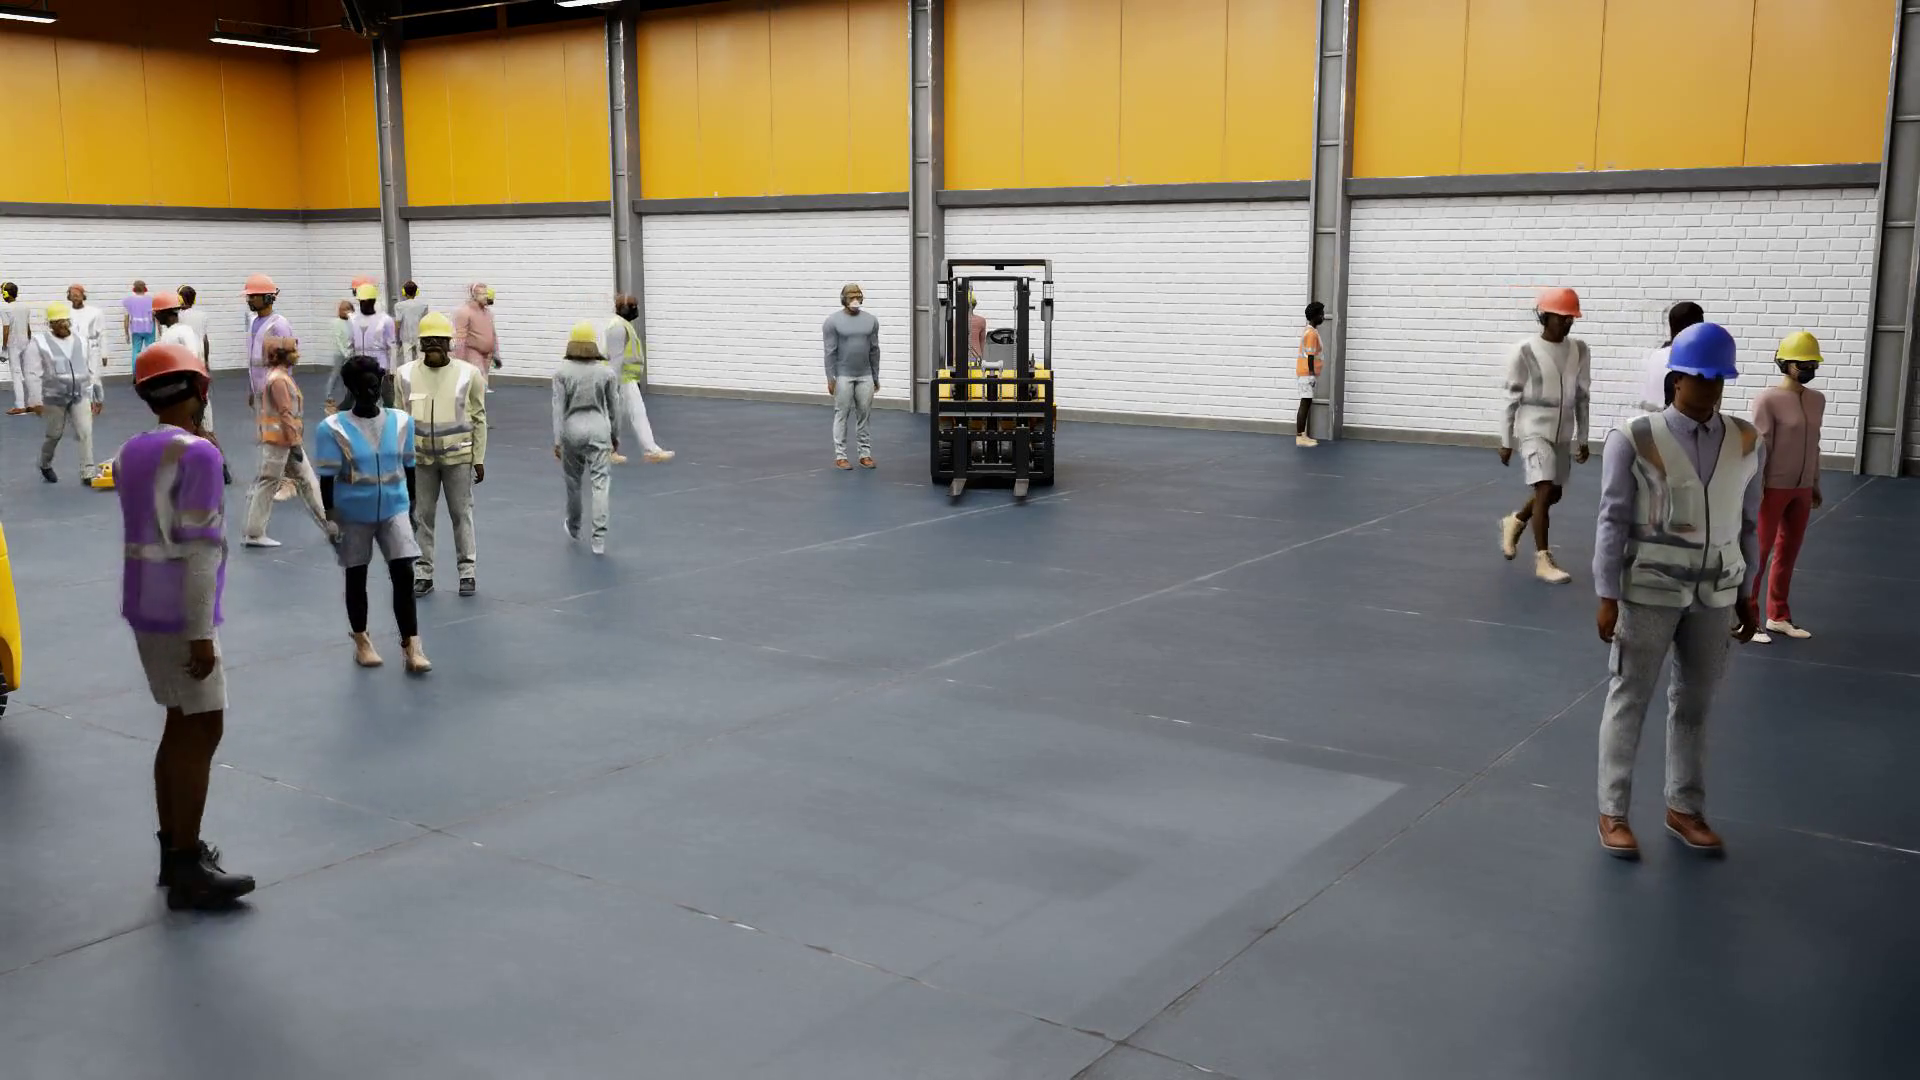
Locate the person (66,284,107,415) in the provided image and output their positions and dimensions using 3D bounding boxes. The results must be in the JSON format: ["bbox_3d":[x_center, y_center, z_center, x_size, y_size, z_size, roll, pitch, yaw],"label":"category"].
[{"bbox_3d":[-11.854,-2.532,22.493,0.599,1.864,0.616,-3,10,-16],"label":"person"}]

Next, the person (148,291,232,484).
[{"bbox_3d":[-7.556,-1.445,15.985,1.039,1.870,0.549,-1,10,-5],"label":"person"}]

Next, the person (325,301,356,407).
[{"bbox_3d":[-9.060,-2.728,24.509,0.928,1.578,0.487,5,11,28],"label":"person"}]

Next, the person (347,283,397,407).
[{"bbox_3d":[-6.868,-2.056,19.518,0.595,1.907,0.793,3,10,17],"label":"person"}]

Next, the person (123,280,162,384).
[{"bbox_3d":[-14.155,-3.592,28.858,0.590,1.835,0.532,-3,10,-16],"label":"person"}]

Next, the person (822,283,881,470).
[{"bbox_3d":[-1.119,-1.688,17.263,0.626,1.934,0.359,-5,11,-28],"label":"person"}]

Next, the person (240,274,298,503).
[{"bbox_3d":[-6.220,-1.357,14.943,0.608,2.044,0.370,8,12,38],"label":"person"}]

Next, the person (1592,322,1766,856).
[{"bbox_3d":[2.599,0.190,6.017,0.615,1.943,0.409,-1,10,-5],"label":"person"}]

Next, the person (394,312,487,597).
[{"bbox_3d":[-3.353,-0.545,10.716,0.590,1.837,0.403,-1,10,-7],"label":"person"}]

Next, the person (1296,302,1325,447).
[{"bbox_3d":[4.079,-1.929,19.401,0.321,1.691,0.532,2,10,10],"label":"person"}]

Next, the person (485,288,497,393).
[{"bbox_3d":[-7.842,-3.290,27.421,0.410,1.725,0.702,-4,10,-21],"label":"person"}]

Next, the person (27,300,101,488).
[{"bbox_3d":[-8.627,-1.402,15.963,0.868,1.800,0.590,8,13,41],"label":"person"}]

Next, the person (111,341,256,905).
[{"bbox_3d":[-2.648,0.273,5.703,0.724,1.885,0.481,8,12,40],"label":"person"}]

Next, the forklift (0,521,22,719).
[{"bbox_3d":[-5.296,-0.090,6.943,1.214,2.155,2.313,7,12,35],"label":"forklift"}]

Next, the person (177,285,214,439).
[{"bbox_3d":[-9.270,-2.128,20.043,0.316,1.870,0.532,4,10,21],"label":"person"}]

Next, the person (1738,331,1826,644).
[{"bbox_3d":[4.697,-0.295,9.437,0.535,1.767,0.317,-4,10,-23],"label":"person"}]

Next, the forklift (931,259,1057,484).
[{"bbox_3d":[0.370,-1.738,16.759,1.214,2.155,2.313,1,10,3],"label":"forklift"}]

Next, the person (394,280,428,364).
[{"bbox_3d":[-8.188,-2.943,24.900,0.532,1.869,0.310,-5,11,-28],"label":"person"}]

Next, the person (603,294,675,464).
[{"bbox_3d":[-3.451,-1.704,17.701,0.888,1.803,0.656,-2,10,-10],"label":"person"}]

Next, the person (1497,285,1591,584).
[{"bbox_3d":[3.978,-0.745,11.419,0.607,2.010,0.889,-3,10,-15],"label":"person"}]

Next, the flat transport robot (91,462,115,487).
[{"bbox_3d":[-7.989,-0.711,16.356,0.652,0.197,1.431,-2,10,-12],"label":"flat transport robot"}]

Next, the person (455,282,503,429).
[{"bbox_3d":[-6.154,-2.337,21.239,0.440,1.887,0.668,2,10,13],"label":"person"}]

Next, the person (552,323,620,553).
[{"bbox_3d":[-2.806,-0.776,12.492,0.510,1.689,0.905,-3,10,-20],"label":"person"}]

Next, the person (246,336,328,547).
[{"bbox_3d":[-5.023,-0.736,12.557,0.864,1.586,0.535,-3,10,-15],"label":"person"}]

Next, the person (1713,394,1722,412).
[{"bbox_3d":[6.125,-0.944,13.693,0.286,1.633,0.501,2,10,10],"label":"person"}]

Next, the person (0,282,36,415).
[{"bbox_3d":[-13.309,-2.696,23.439,0.329,1.868,0.512,2,10,14],"label":"person"}]

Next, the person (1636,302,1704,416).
[{"bbox_3d":[4.872,-0.642,11.174,0.897,1.883,0.614,2,10,10],"label":"person"}]

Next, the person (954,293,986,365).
[{"bbox_3d":[0.116,-2.361,21.737,0.525,1.771,0.305,-7,12,-38],"label":"person"}]

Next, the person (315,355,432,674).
[{"bbox_3d":[-3.037,-0.117,8.642,0.550,1.662,0.766,-7,12,-35],"label":"person"}]

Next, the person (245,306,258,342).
[{"bbox_3d":[-12.697,-3.714,30.241,0.539,1.614,0.585,1,10,8],"label":"person"}]

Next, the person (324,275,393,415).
[{"bbox_3d":[-8.164,-2.597,22.585,0.965,1.949,0.662,0,10,0],"label":"person"}]
